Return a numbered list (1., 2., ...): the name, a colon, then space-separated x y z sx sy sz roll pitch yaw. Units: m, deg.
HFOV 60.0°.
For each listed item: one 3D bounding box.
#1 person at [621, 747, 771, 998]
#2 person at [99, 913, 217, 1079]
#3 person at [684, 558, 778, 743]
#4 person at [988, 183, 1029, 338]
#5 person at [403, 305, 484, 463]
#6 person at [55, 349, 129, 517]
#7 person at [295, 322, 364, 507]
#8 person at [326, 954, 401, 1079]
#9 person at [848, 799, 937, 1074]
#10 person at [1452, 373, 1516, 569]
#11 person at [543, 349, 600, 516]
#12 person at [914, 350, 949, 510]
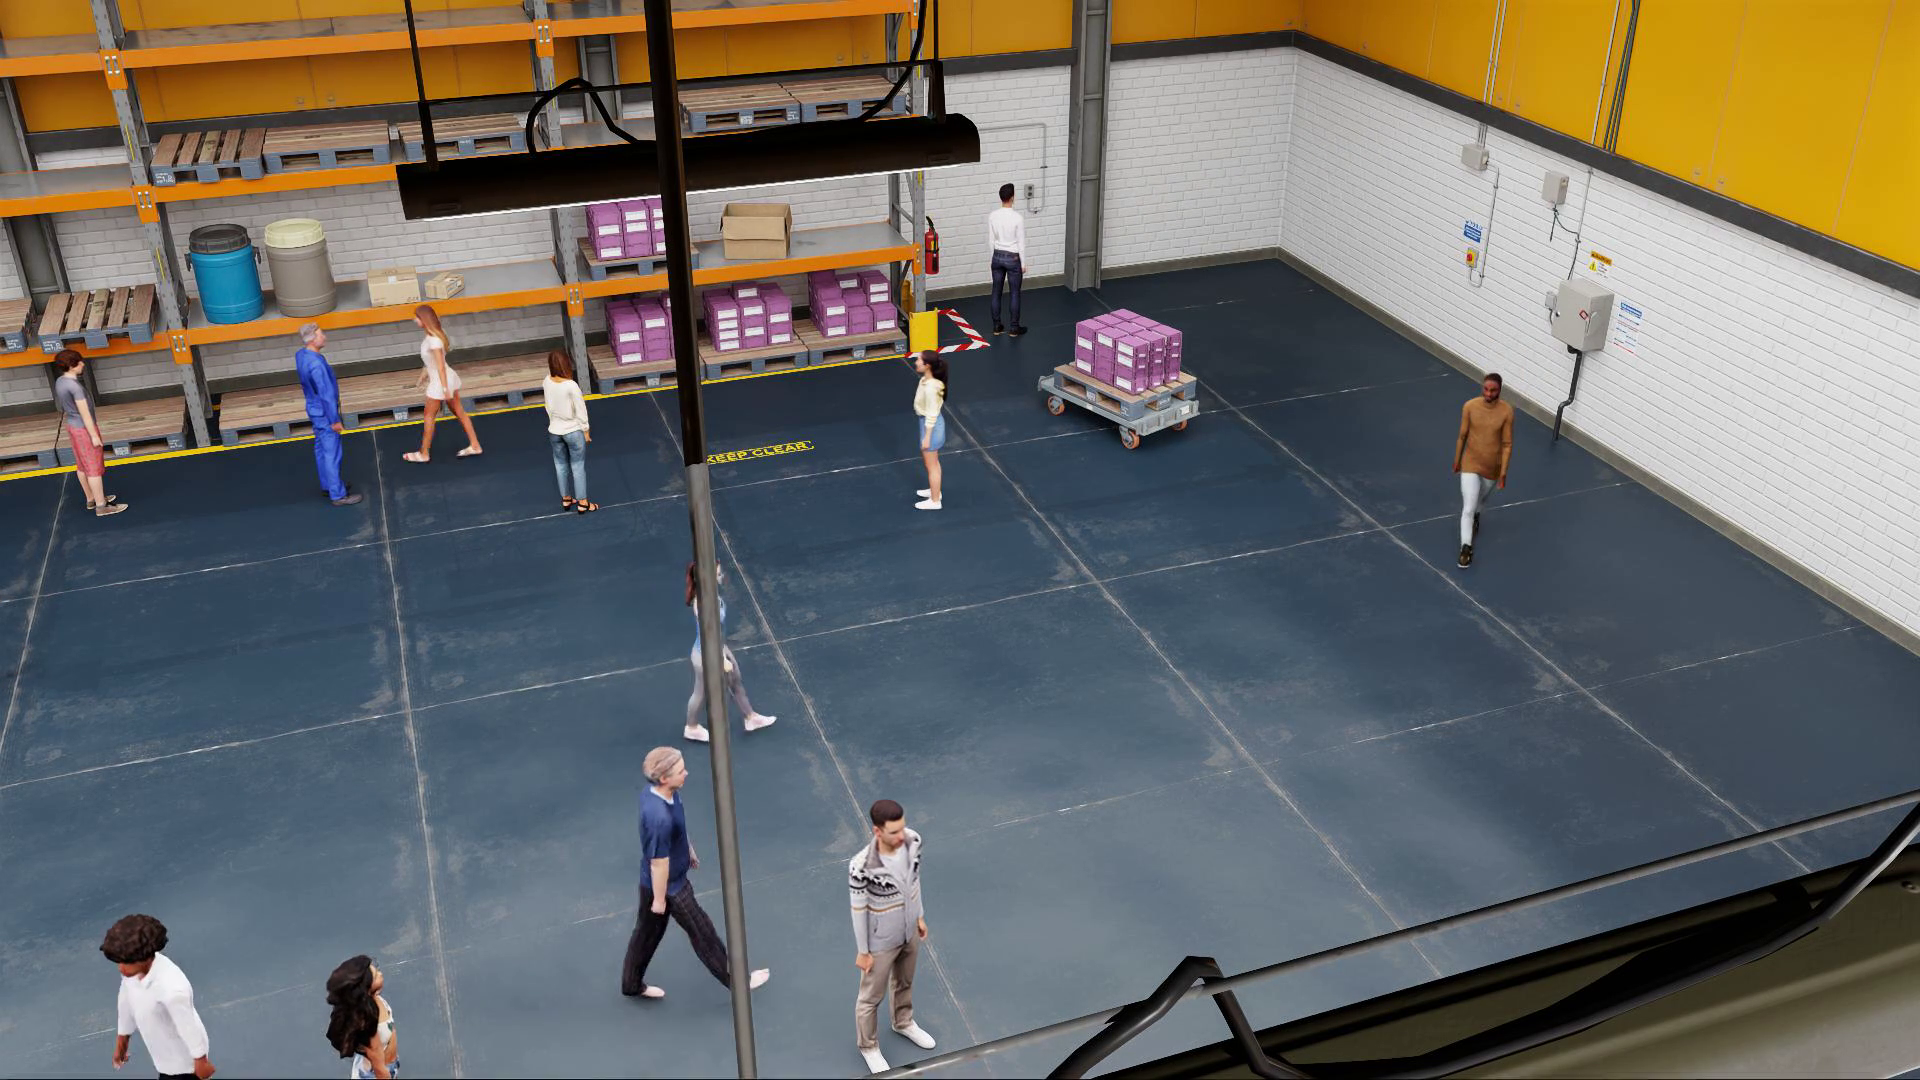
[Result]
1. person: -1.874 2.073 10.053 1.196 1.824 0.799 -4 29 -8
2. person: -4.160 2.678 8.980 0.879 1.789 0.814 -25 38 -38
3. person: -1.956 0.856 12.538 1.020 1.582 0.804 2 29 4
4. person: 0.560 -3.358 19.963 0.719 1.868 0.782 12 31 21
5. person: -5.187 -1.592 16.952 1.023 1.652 0.630 -7 29 -12
6. person: -8.410 -1.041 15.946 0.669 1.648 0.656 25 37 38
7. person: -6.177 -1.232 16.106 0.663 1.829 0.772 -19 34 -31
8. person: -3.083 2.855 8.823 0.532 1.628 0.544 -10 30 -17
9. person: -0.417 2.260 9.671 0.824 1.862 0.680 25 37 37
10. person: 4.782 -0.718 15.214 1.200 1.782 1.177 8 30 14
11. person: -3.756 -1.041 15.909 0.694 1.682 0.737 15 32 26
12. person: -0.278 -1.076 16.028 0.700 1.631 0.718 2 29 4
